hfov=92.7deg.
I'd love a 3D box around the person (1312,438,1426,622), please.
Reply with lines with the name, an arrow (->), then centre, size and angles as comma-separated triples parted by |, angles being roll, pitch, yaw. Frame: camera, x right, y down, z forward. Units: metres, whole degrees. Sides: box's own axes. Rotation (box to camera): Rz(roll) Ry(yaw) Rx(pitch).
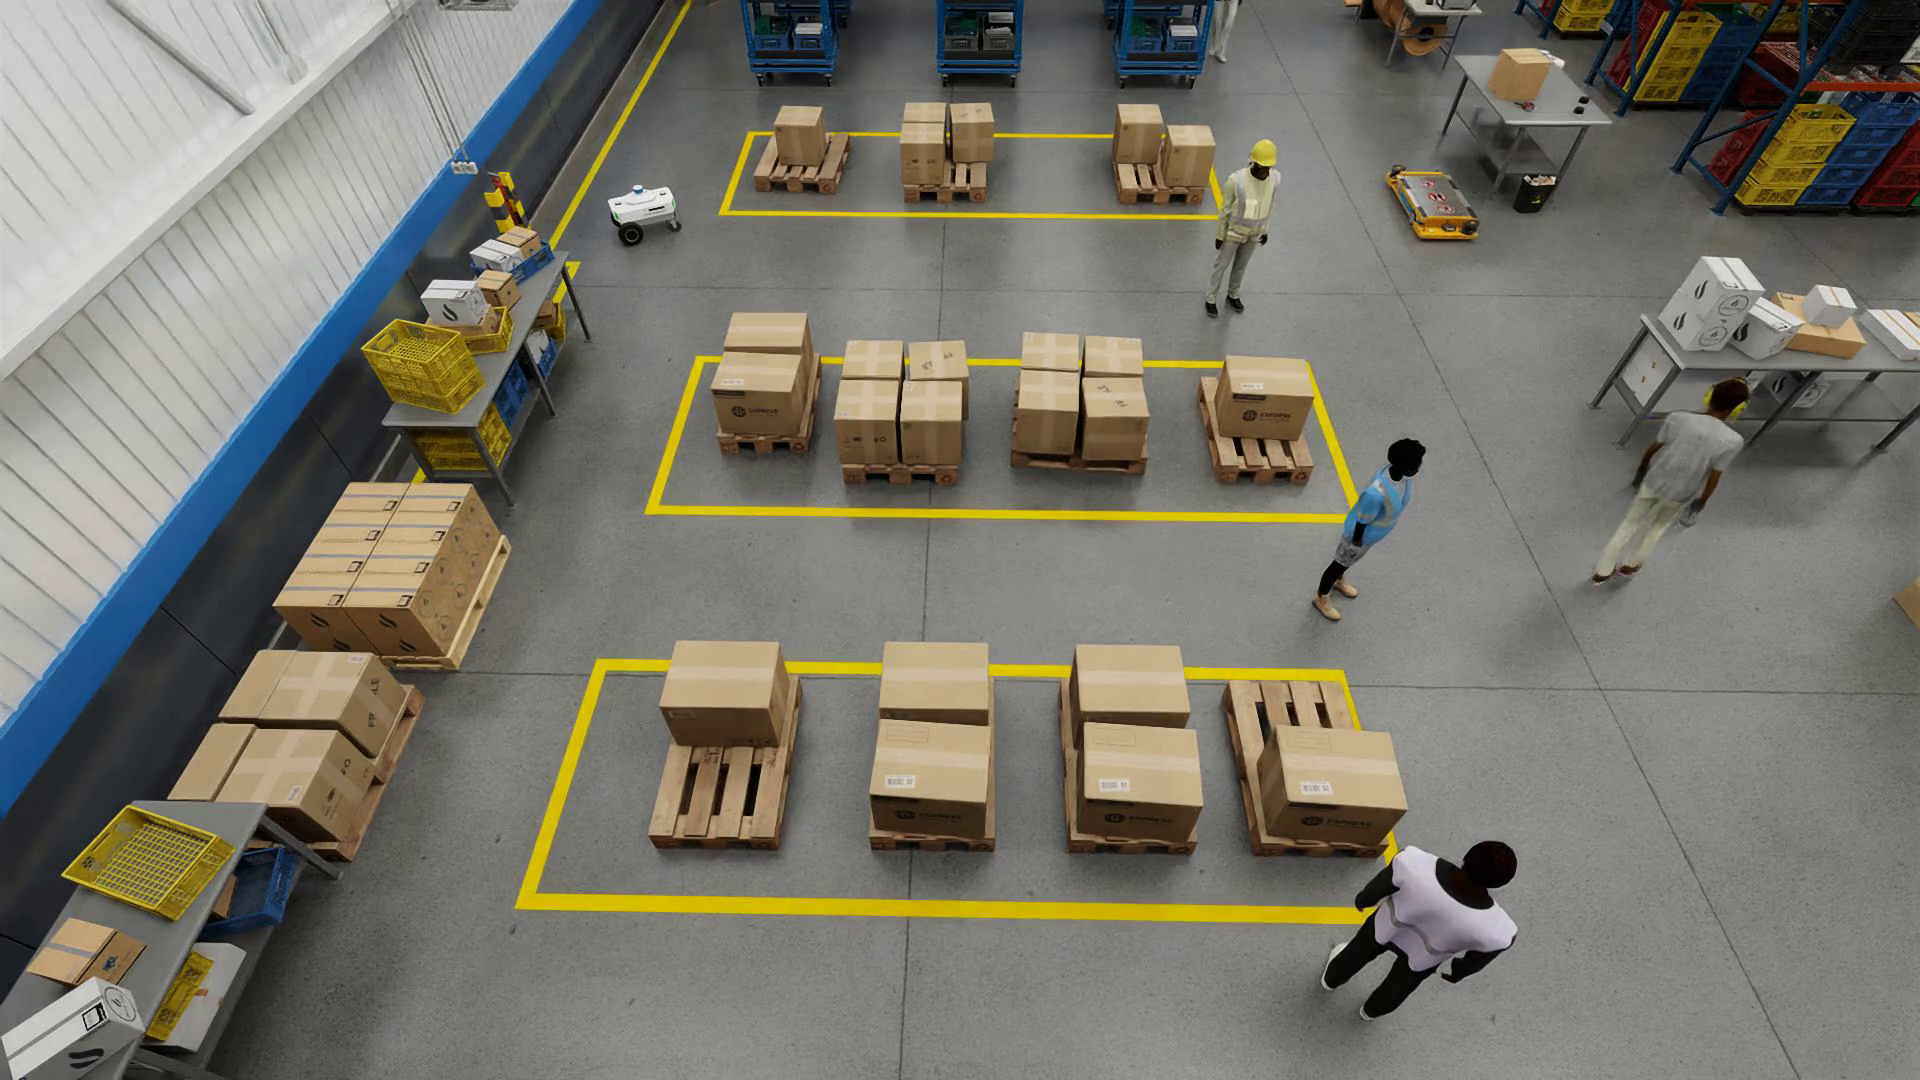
person -> 2.964, -0.088, 6.653 | 0.319, 1.697, 0.533 | 36, 58, 27

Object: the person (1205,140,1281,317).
person -> 2.838, -3.095, 9.167 | 0.588, 1.835, 0.403 | -12, 50, -10

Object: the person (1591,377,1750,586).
person -> 5.282, -0.394, 6.835 | 0.645, 1.823, 0.579 | -34, 57, -26

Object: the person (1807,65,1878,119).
person -> 11.927, -6.381, 11.978 | 0.346, 1.883, 0.584 | -22, 53, -18

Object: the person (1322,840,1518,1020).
person -> 2.318, 2.014, 4.690 | 0.376, 1.917, 0.600 | -37, 59, -28

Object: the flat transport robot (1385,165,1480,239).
flat transport robot -> 5.692, -4.094, 11.059 | 0.652, 0.197, 1.431 | 1, 49, 1

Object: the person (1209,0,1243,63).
person -> 3.956, -7.995, 13.557 | 0.560, 1.600, 0.508 | -1, 49, -1

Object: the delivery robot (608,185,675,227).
delivery robot -> -3.668, -3.860, 10.610 | 0.707, 0.478, 0.477 | -20, 52, -17
